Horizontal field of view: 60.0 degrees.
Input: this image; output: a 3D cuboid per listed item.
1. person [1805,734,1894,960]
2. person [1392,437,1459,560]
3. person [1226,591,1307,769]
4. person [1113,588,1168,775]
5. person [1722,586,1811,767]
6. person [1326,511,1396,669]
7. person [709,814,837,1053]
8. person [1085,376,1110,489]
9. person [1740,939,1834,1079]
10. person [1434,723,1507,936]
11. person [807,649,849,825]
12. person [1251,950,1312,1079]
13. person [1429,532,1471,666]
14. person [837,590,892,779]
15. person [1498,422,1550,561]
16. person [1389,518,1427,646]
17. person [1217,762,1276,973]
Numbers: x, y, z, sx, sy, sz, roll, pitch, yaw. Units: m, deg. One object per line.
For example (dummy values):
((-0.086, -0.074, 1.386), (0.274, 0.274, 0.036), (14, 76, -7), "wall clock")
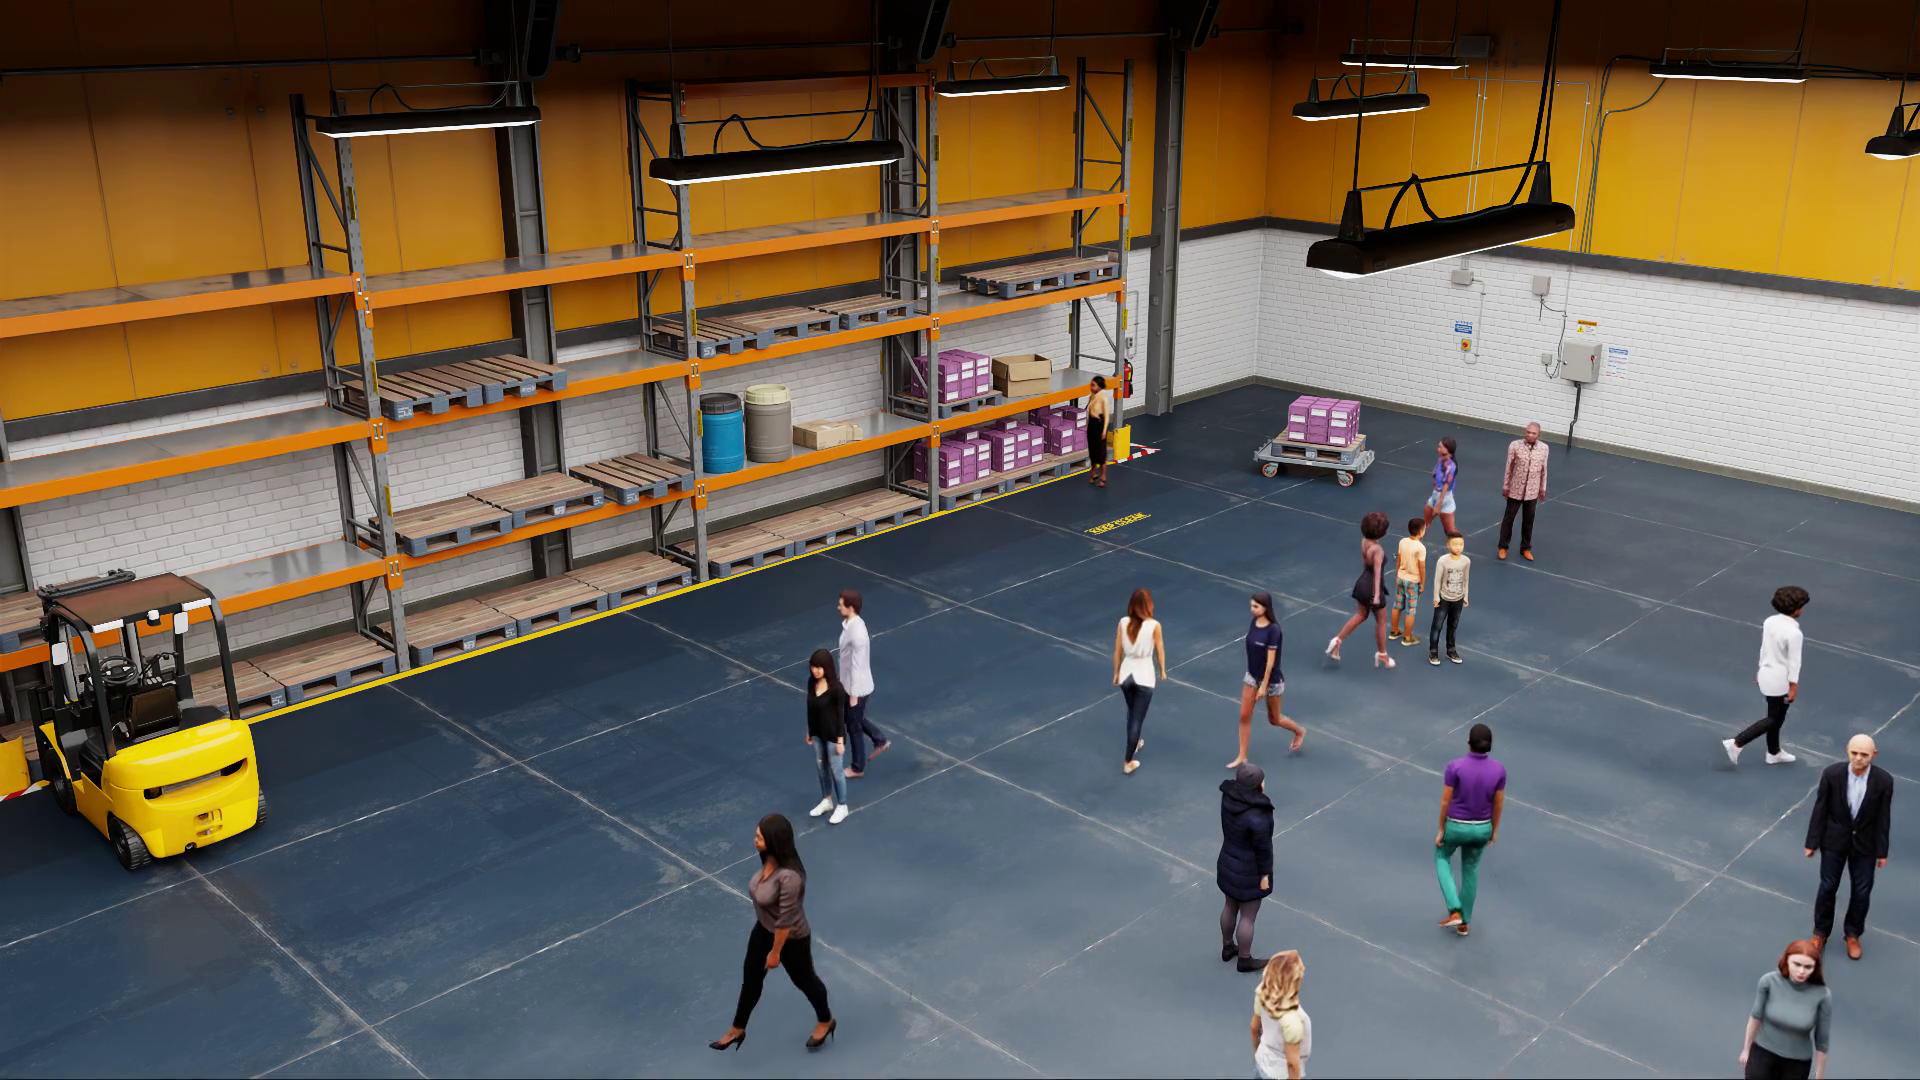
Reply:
((6.739, 2.285, 12.591), (0.781, 1.798, 0.708), (10, 21, 26), "person")
((6.123, -0.436, 20.804), (1.125, 1.712, 0.984), (-2, 19, -7), "person")
((2.933, 1.314, 15.585), (1.148, 1.726, 0.729), (-11, 22, -31), "person")
((1.614, 1.341, 15.452), (0.723, 1.760, 0.931), (11, 21, 29), "person")
((7.558, 1.301, 15.524), (1.130, 1.791, 1.018), (-2, 19, -7), "person")
((4.313, 0.560, 17.765), (1.071, 1.765, 0.902), (-4, 19, -13), "person")
((-1.106, 2.704, 11.344), (1.184, 1.800, 0.876), (-10, 21, -27), "person")
((2.012, -1.587, 24.314), (0.594, 1.654, 0.619), (-12, 22, -32), "person")
((4.999, 3.150, 10.136), (0.751, 1.725, 0.877), (9, 21, 25), "person")
((3.898, 2.259, 12.734), (0.813, 1.755, 0.873), (0, 19, 1), "person")
((-1.158, 1.691, 14.604), (0.576, 1.638, 0.578), (13, 23, 34), "person")
((1.894, 3.215, 9.949), (0.681, 1.721, 0.703), (-7, 20, -20), "person")
((5.318, 0.618, 18.062), (0.607, 1.465, 0.696), (-3, 19, -10), "person")
((-0.879, 1.332, 15.361), (0.965, 1.836, 0.889), (-3, 19, -9), "person")
((7.215, -0.652, 21.294), (0.777, 1.809, 0.812), (2, 19, 6), "person")
((5.006, 0.453, 18.562), (0.521, 1.459, 0.551), (-14, 23, -36), "person")
((2.115, 2.420, 12.384), (0.752, 1.674, 0.748), (-10, 21, -26), "person")
